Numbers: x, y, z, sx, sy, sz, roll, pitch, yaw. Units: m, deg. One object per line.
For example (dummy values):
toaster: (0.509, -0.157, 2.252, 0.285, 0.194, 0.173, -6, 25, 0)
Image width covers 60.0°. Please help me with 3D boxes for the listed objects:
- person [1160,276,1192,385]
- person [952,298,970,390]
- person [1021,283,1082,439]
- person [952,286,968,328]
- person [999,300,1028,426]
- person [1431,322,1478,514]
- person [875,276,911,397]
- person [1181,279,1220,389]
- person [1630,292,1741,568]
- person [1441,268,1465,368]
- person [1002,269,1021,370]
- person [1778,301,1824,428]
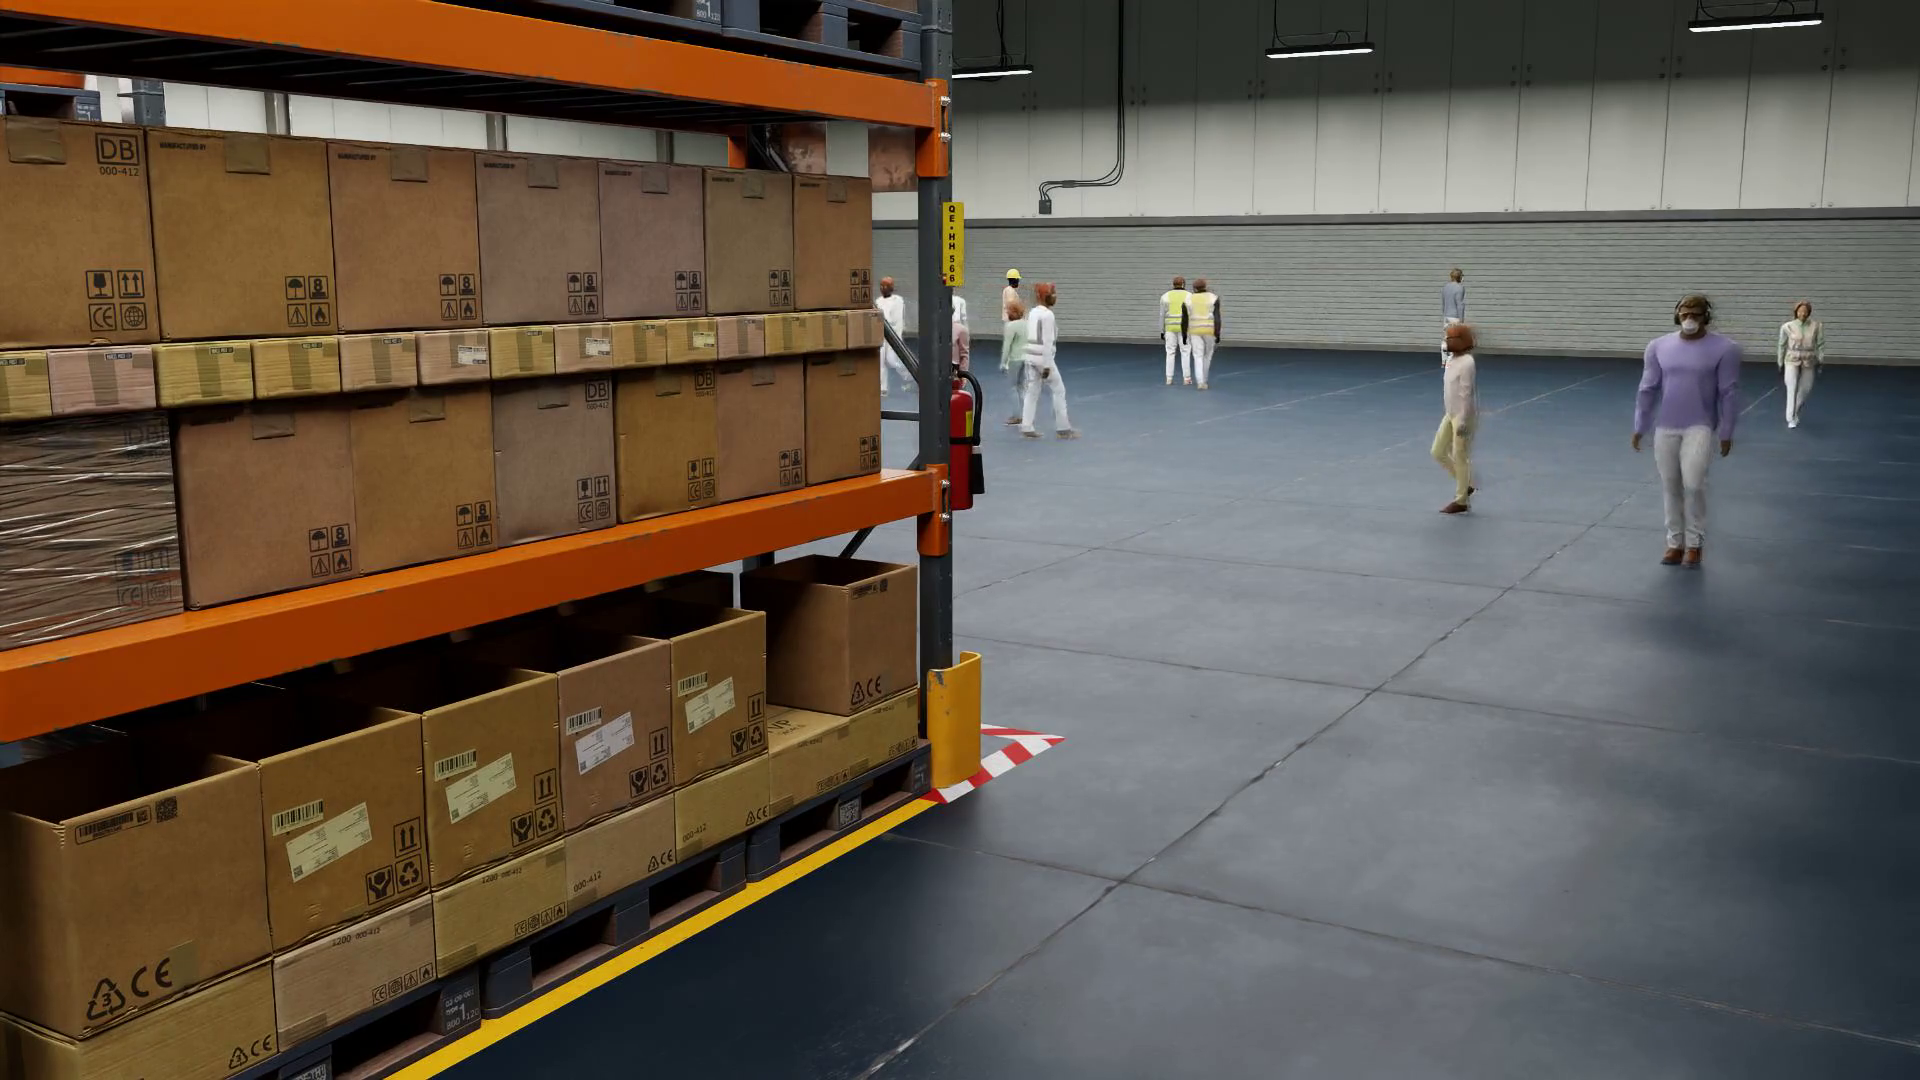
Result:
person: (3.693, -3.537, 28.157, 0.624, 1.836, 0.430, 3, 10, 14)
person: (-0.157, -1.808, 18.227, 0.526, 1.769, 0.329, 3, 10, 17)
person: (1.097, -2.119, 19.804, 0.836, 1.856, 0.581, -4, 11, -24)
person: (-0.152, -3.193, 26.040, 0.562, 1.878, 1.000, -5, 11, -27)
person: (0.725, -2.268, 21.363, 0.323, 1.623, 0.580, 6, 11, 32)
person: (4.175, -1.018, 14.014, 0.331, 1.618, 0.510, -1, 10, -7)
person: (-1.073, -3.154, 25.811, 0.592, 1.870, 0.574, 8, 13, 39)
person: (3.969, -3.391, 27.439, 0.646, 1.786, 0.923, 2, 10, 9)
person: (5.040, -0.759, 11.618, 0.644, 1.917, 0.583, 9, 13, 41)
person: (9.541, -4.271, 32.143, 0.372, 1.940, 0.627, -3, 10, -17)
person: (0.990, -4.200, 31.764, 0.366, 1.927, 0.585, -1, 10, -6)
person: (10.716, -2.250, 21.247, 0.521, 1.616, 0.667, 2, 10, 12)
